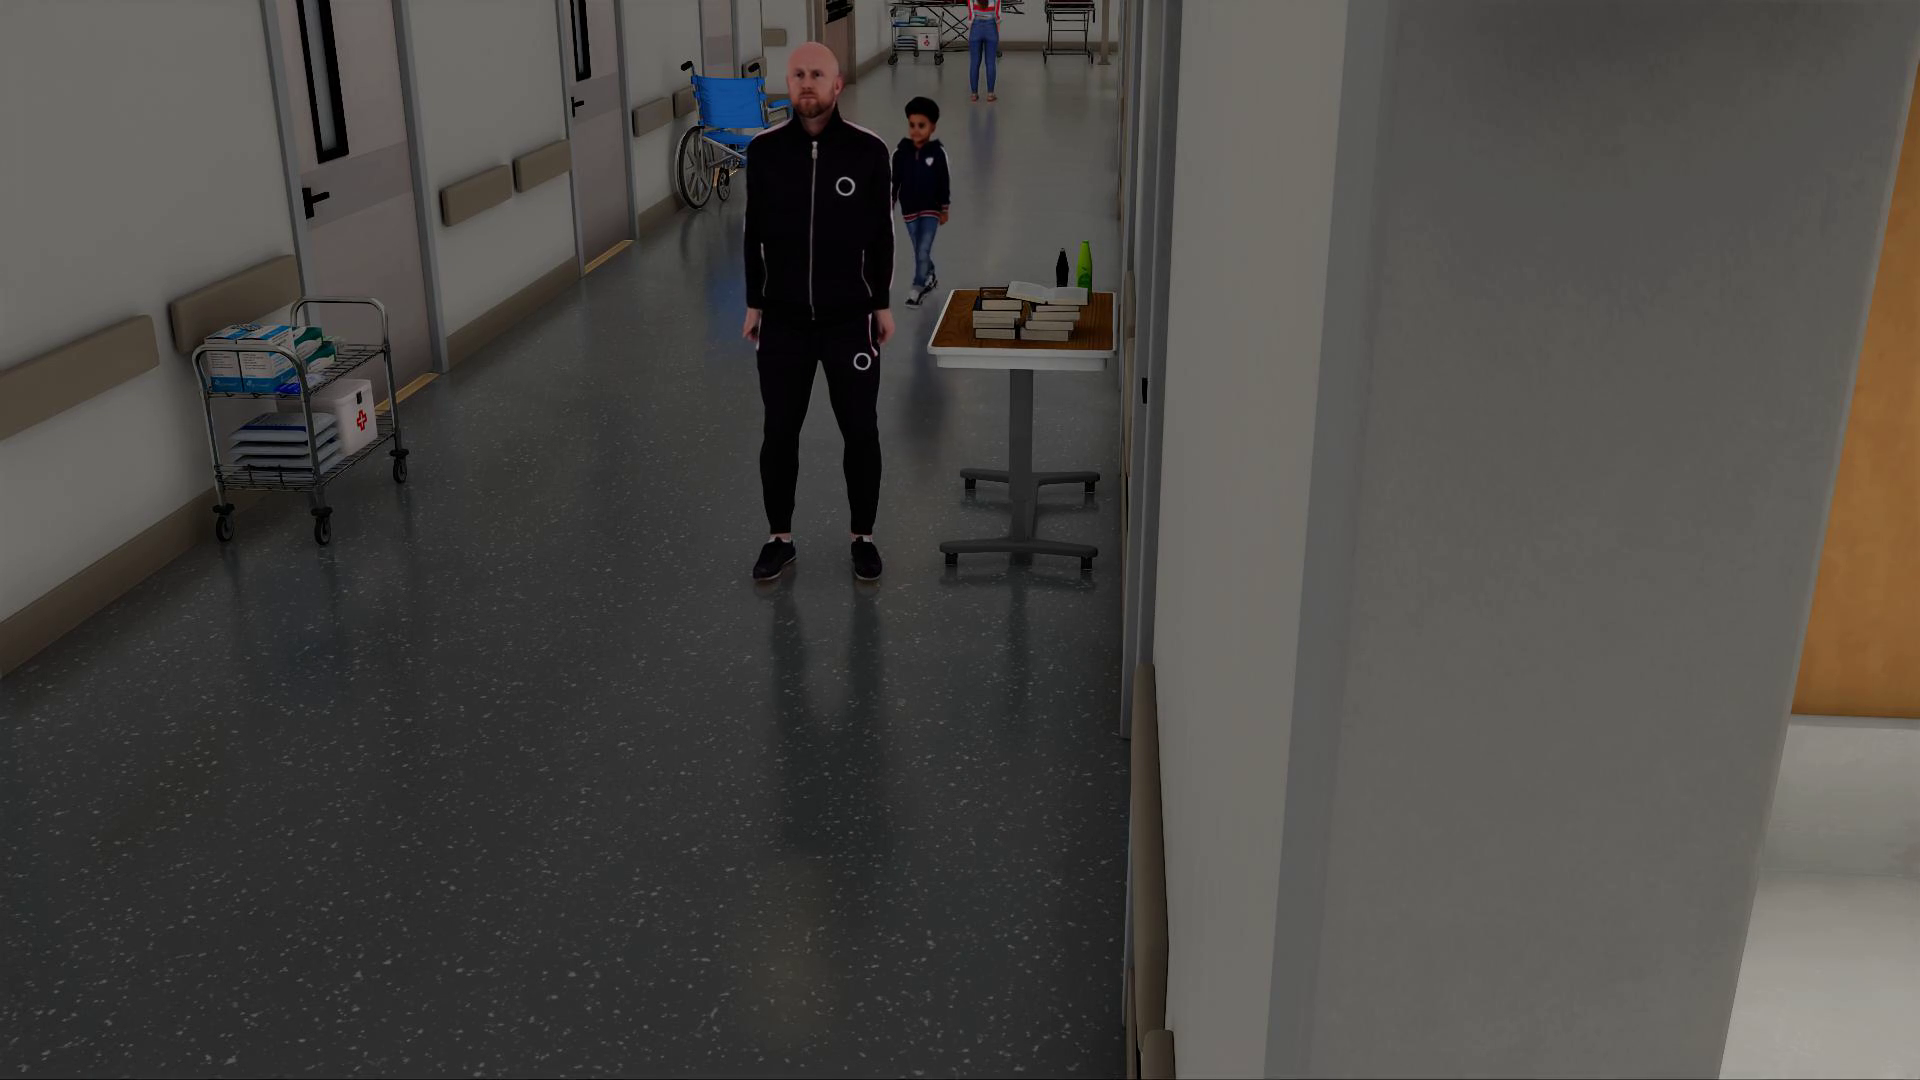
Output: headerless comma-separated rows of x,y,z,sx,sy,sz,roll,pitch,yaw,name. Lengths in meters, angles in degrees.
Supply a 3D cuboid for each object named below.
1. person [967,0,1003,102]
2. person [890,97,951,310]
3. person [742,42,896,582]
0.293,-6.269,20.562,0.581,1.611,0.490,2,21,6,person
-0.219,-1.992,9.857,0.637,1.195,0.887,6,22,15,person
-0.482,-0.759,5.695,0.681,1.836,0.582,1,21,1,person
